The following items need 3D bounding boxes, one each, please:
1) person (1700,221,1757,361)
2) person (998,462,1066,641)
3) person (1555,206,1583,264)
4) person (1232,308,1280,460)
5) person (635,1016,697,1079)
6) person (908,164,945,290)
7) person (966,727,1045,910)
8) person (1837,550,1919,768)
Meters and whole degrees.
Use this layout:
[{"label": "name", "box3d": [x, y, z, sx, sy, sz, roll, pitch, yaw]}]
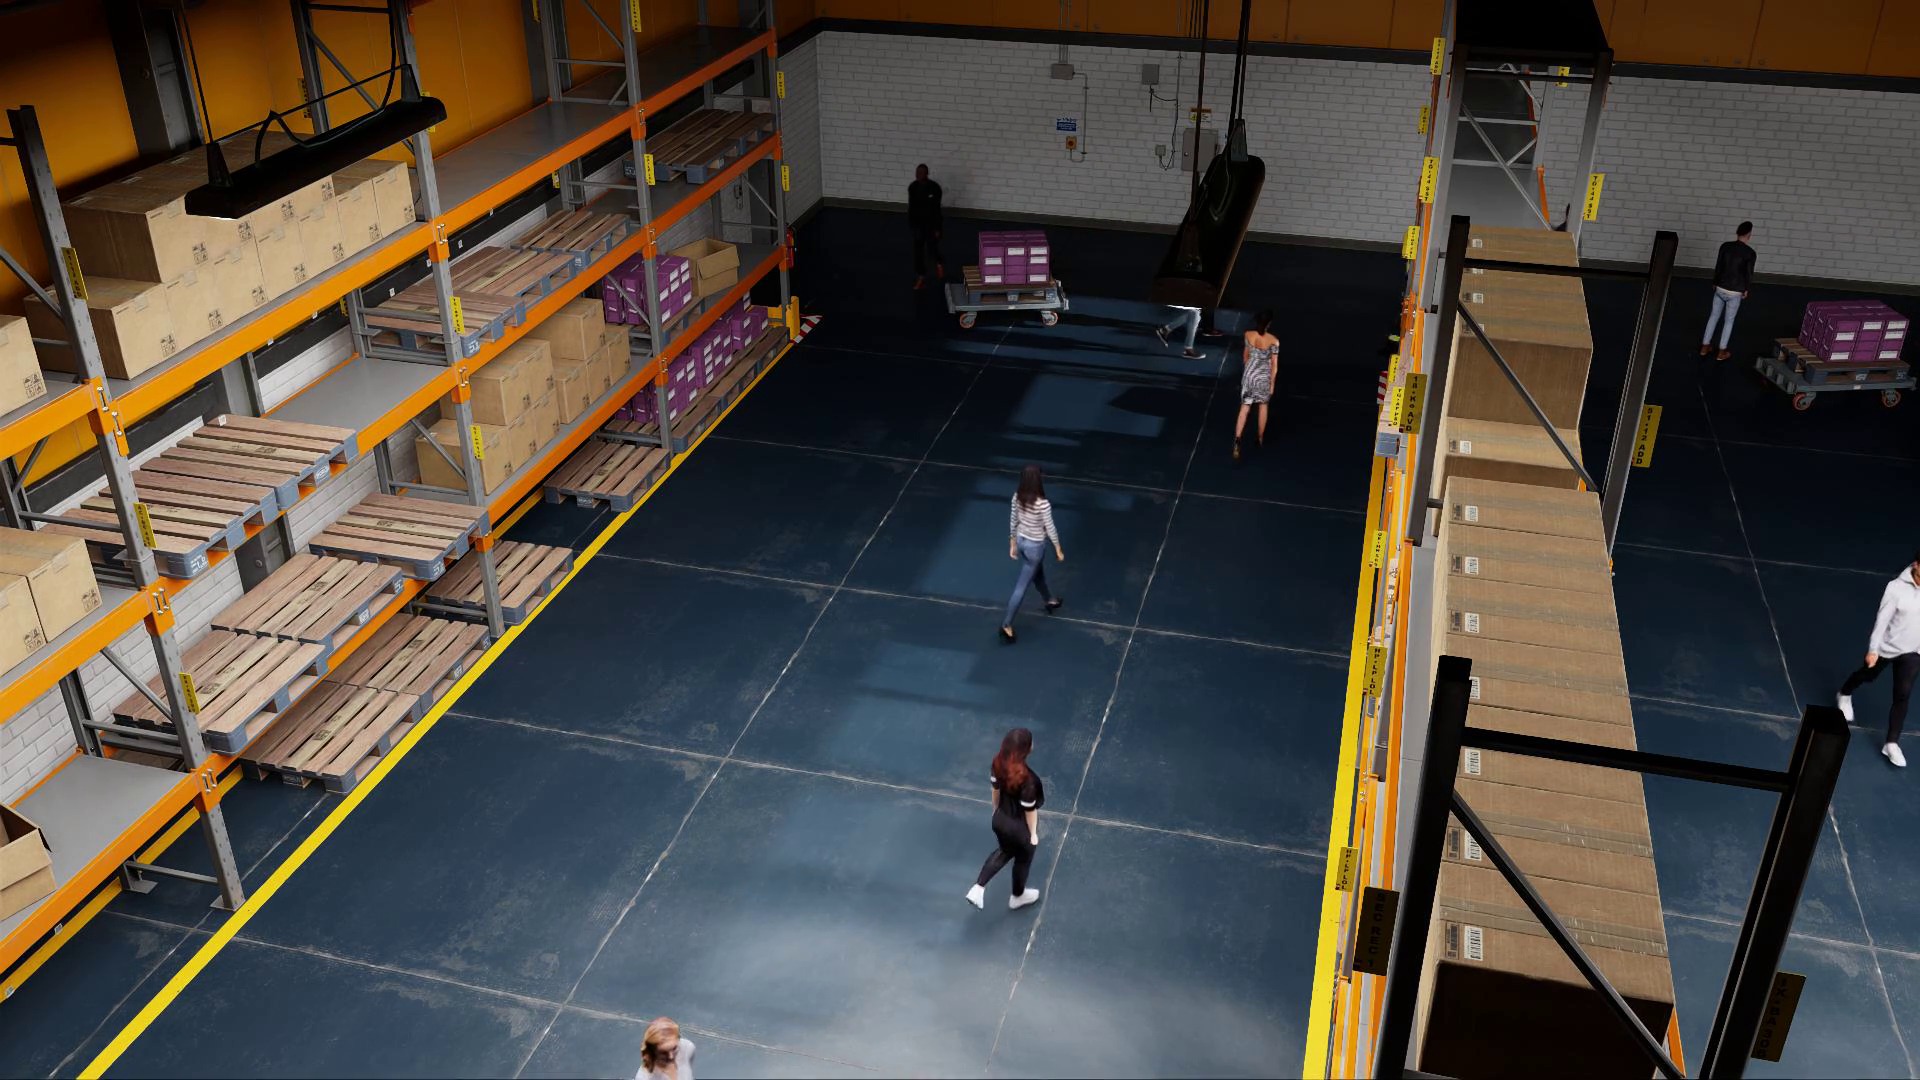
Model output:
[{"label": "person", "box3d": [9.988, -3.247, 21.611, 0.735, 1.830, 0.727, -24, 37, -37]}, {"label": "person", "box3d": [0.599, 0.168, 15.448, 1.213, 1.737, 0.996, -25, 37, -38]}, {"label": "person", "box3d": [8.034, -3.621, 22.286, 0.811, 1.841, 0.939, -24, 37, -37]}, {"label": "person", "box3d": [3.326, -1.746, 18.897, 0.741, 1.794, 1.080, 14, 32, 24]}, {"label": "person", "box3d": [-1.758, 3.353, 9.605, 1.113, 1.740, 1.235, 22, 36, 35]}, {"label": "person", "box3d": [-0.460, -4.538, 24.014, 0.756, 1.796, 0.966, 11, 31, 20]}, {"label": "person", "box3d": [0.336, 2.080, 12.061, 0.985, 1.623, 0.898, -19, 34, -31]}, {"label": "person", "box3d": [7.847, 0.853, 14.038, 0.912, 1.885, 1.321, 1, 29, 2]}]
